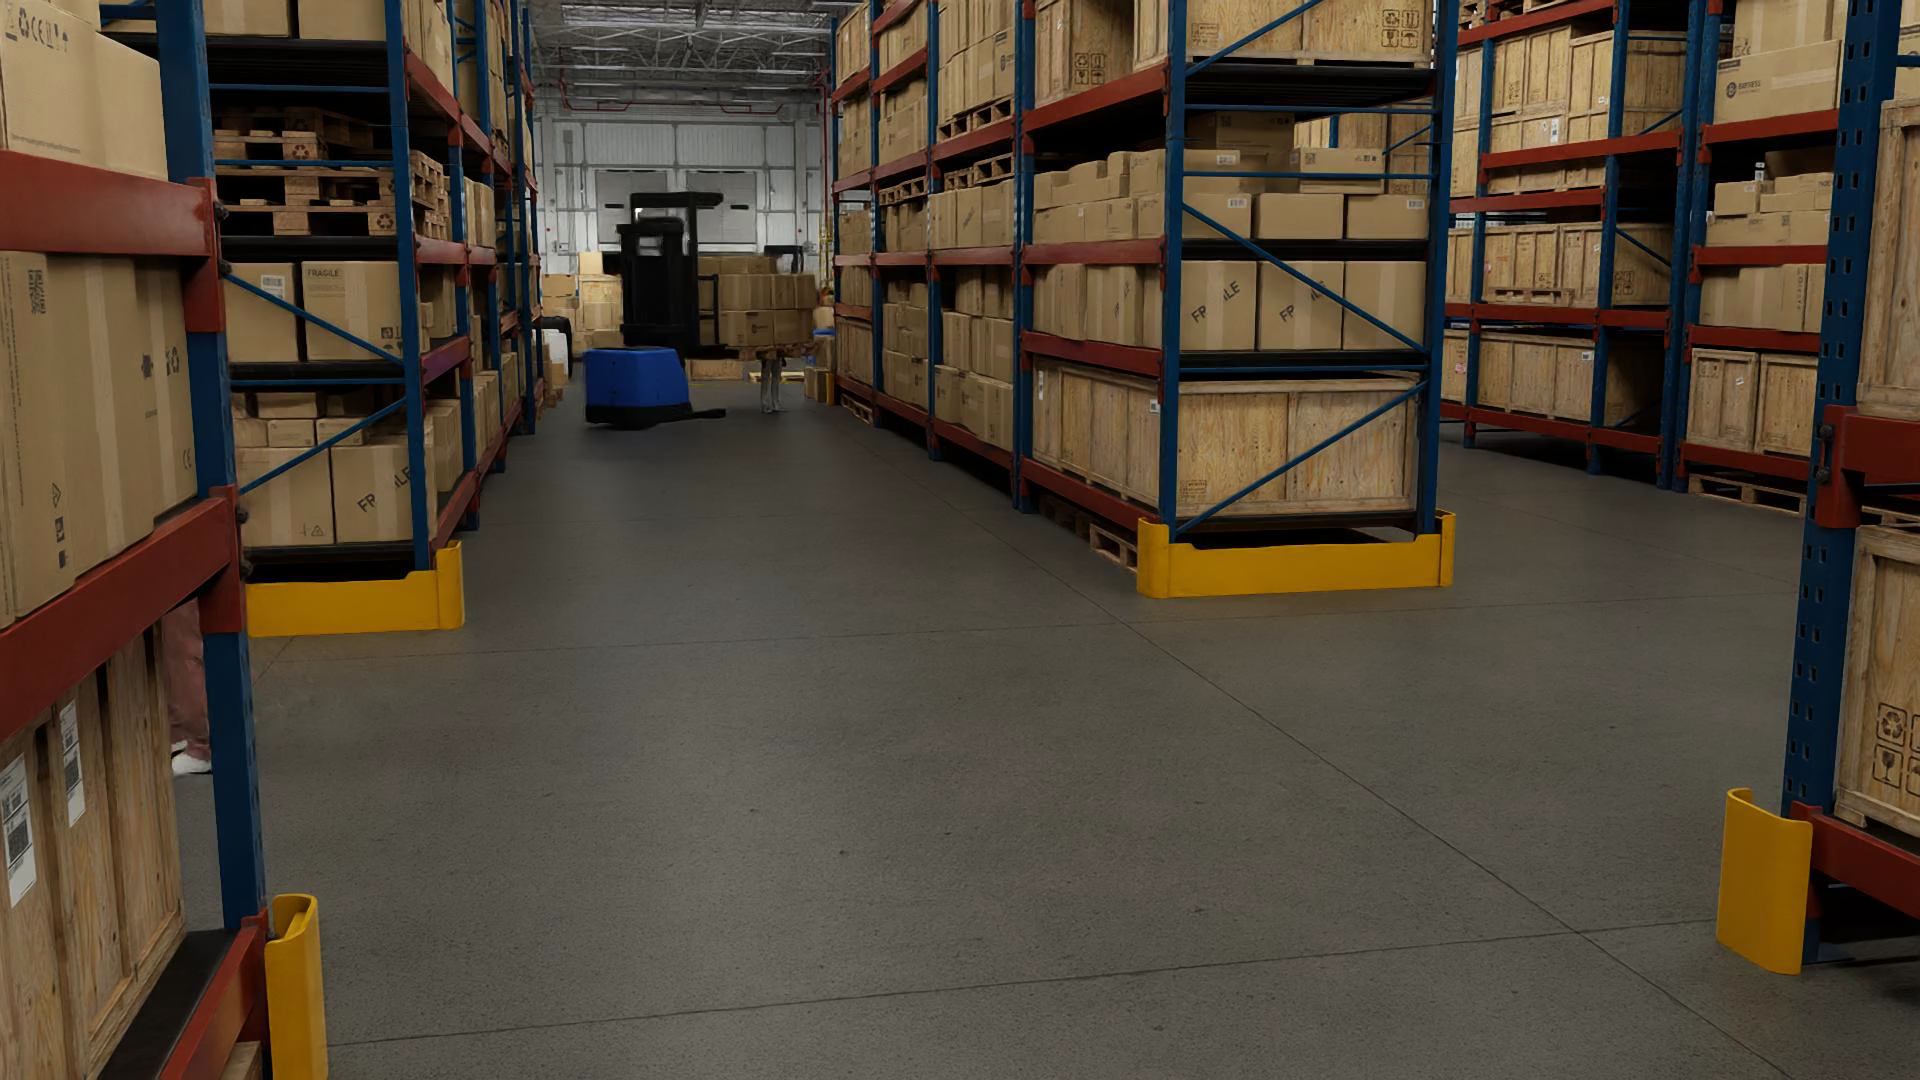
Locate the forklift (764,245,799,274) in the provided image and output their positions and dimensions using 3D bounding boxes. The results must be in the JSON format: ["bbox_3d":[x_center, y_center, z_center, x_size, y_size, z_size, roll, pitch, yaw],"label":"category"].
[{"bbox_3d":[-4.934,-6.796,46.247,1.129,2.768,1.873,0,9,3],"label":"forklift"}]

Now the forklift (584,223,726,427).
[{"bbox_3d":[-4.345,-3.060,23.474,1.129,2.768,1.873,5,11,28],"label":"forklift"}]

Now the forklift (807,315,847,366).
[{"bbox_3d":[-1.827,-4.188,30.352,1.873,2.768,1.129,-2,10,-12],"label":"forklift"}]

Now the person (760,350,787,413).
[{"bbox_3d":[-2.864,-2.757,25.393,0.311,1.642,0.513,7,12,38],"label":"person"}]

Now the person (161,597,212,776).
[{"bbox_3d":[-3.539,0.101,7.205,0.657,1.887,0.673,-1,9,-6],"label":"person"}]
